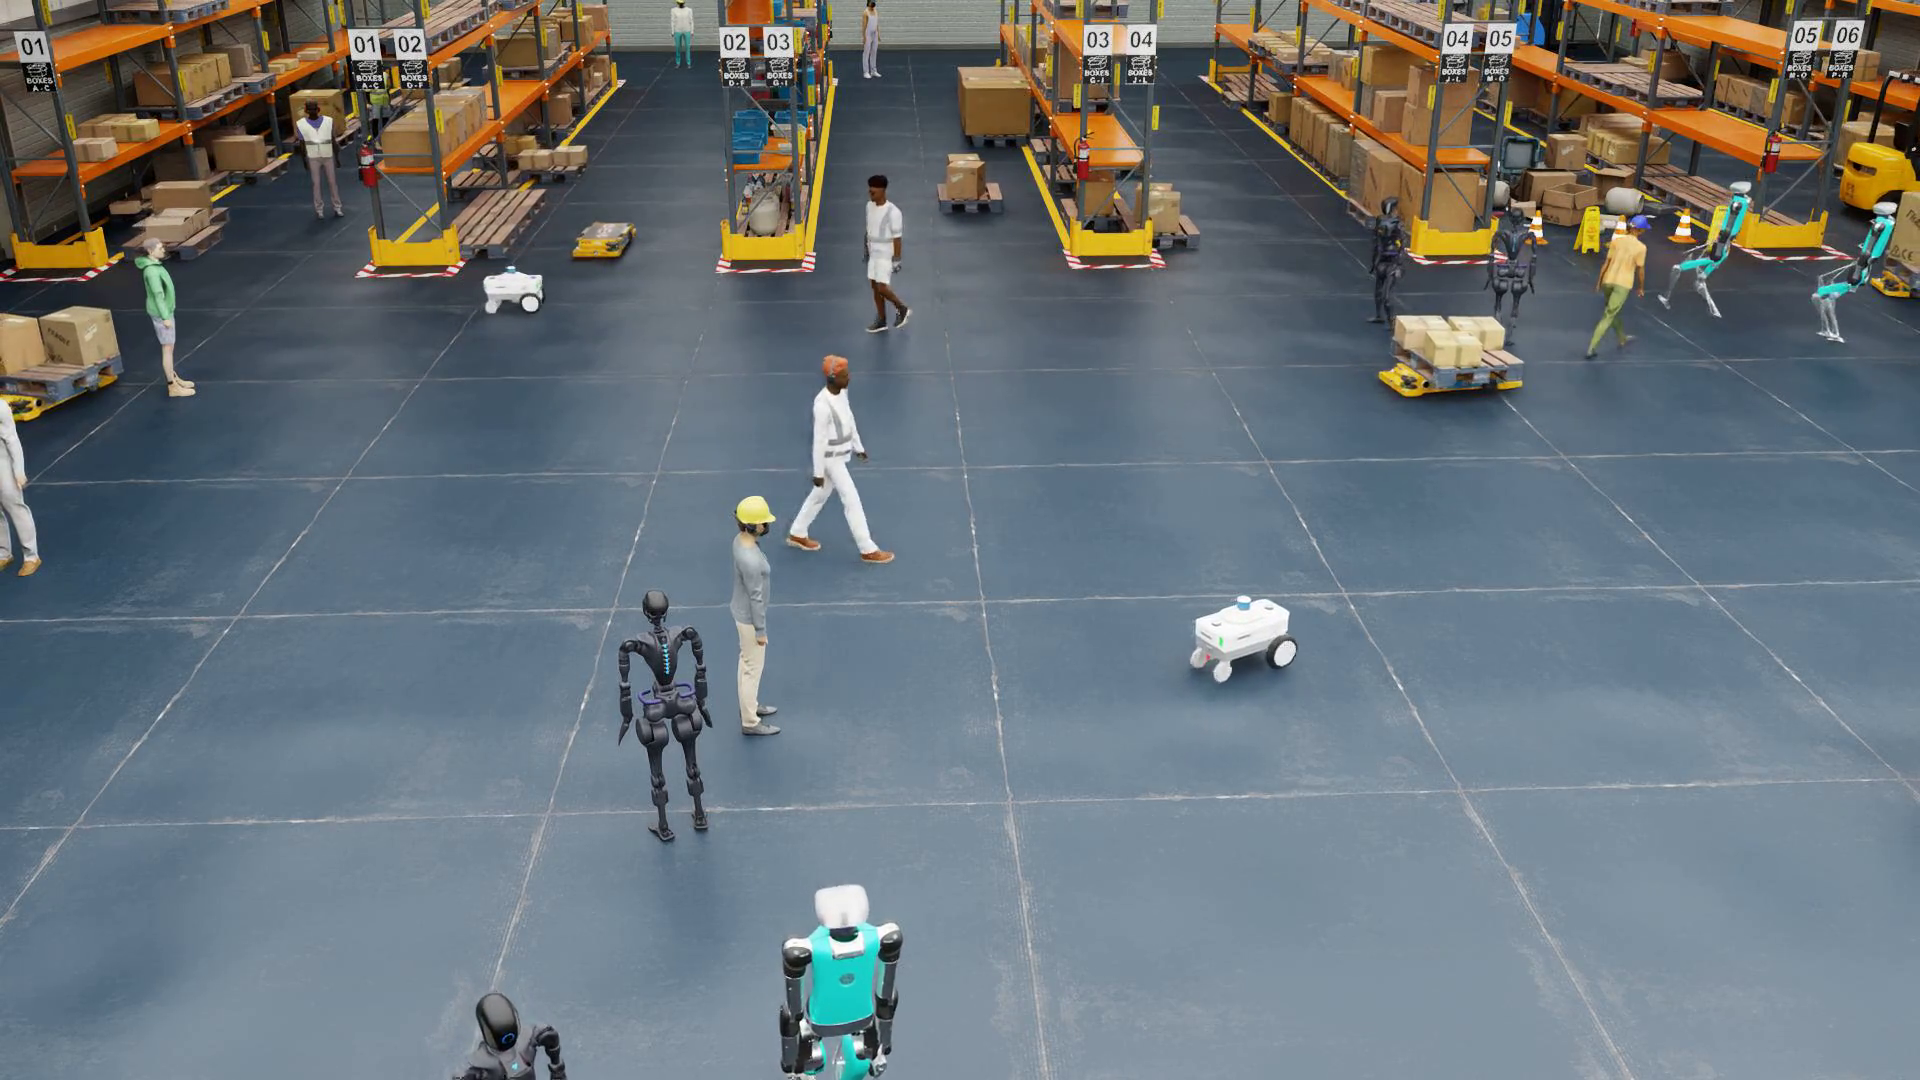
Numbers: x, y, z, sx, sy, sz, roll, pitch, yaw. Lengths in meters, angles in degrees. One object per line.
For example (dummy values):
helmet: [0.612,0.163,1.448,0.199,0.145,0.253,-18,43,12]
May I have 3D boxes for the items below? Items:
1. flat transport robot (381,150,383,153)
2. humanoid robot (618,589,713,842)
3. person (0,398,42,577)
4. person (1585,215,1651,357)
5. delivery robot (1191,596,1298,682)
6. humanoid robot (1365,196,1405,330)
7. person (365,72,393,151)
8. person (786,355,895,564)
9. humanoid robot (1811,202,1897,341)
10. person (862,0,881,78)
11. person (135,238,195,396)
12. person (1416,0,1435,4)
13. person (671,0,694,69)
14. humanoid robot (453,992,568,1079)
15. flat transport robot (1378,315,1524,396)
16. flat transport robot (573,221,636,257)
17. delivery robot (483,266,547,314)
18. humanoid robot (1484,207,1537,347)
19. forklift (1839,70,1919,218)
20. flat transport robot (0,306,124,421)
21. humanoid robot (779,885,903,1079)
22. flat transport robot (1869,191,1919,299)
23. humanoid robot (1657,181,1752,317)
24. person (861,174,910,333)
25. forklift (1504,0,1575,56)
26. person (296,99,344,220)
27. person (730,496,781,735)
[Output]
flat transport robot: [-10.381,-7.507,31.341,0.659,0.231,1.431,-1,24,-2]
humanoid robot: [-1.829,1.074,10.310,0.599,1.657,0.315,-11,26,-23]
person: [-8.062,-0.604,13.845,0.569,1.889,0.389,3,24,6]
person: [7.723,-2.968,19.443,0.975,1.633,0.443,-16,28,-31]
delivery robot: [2.132,0.703,12.526,0.764,0.582,0.499,-14,28,-29]
humanoid robot: [5.243,-3.402,20.383,0.318,1.641,0.591,-12,27,-26]
person: [-10.828,-8.149,31.024,0.321,1.695,0.535,18,30,35]
person: [-1.075,-0.699,14.126,0.998,1.836,0.589,4,24,8]
humanoid robot: [10.553,-3.184,19.820,0.827,1.761,0.544,20,31,38]
person: [-2.065,-11.827,39.087,0.518,1.864,0.378,-22,32,-40]
person: [-8.680,-2.435,18.129,0.338,1.742,0.480,-10,26,-21]
person: [11.701,-13.059,41.934,0.381,1.797,0.609,-19,30,-36]
person: [-6.737,-12.341,40.400,0.557,1.751,0.511,-5,24,-10]
humanoid robot: [-1.907,2.542,7.109,0.820,1.622,0.609,22,32,40]
flat transport robot: [5.486,-1.832,18.589,1.431,0.231,0.659,-5,25,-12]
flat transport robot: [-5.206,-4.411,24.385,0.659,0.231,1.431,0,24,0]
delivery robot: [-5.707,-3.205,21.320,0.791,0.592,0.499,-2,24,-4]
humanoid robot: [6.548,-3.121,19.761,0.585,1.641,0.373,7,25,16]
forklift: [15.132,-6.143,25.915,2.313,2.155,1.214,-1,24,-2]
flat transport robot: [-9.965,-1.633,18.141,0.659,0.231,1.431,6,25,12]
humanoid robot: [-0.600,2.255,7.651,0.557,1.817,0.767,-8,25,-17]
flat transport robot: [12.938,-3.377,22.059,1.431,0.231,0.659,4,24,8]
humanoid robot: [9.310,-3.681,20.980,1.010,1.768,0.554,16,28,31]
person: [-0.942,-3.483,20.233,0.464,1.945,0.610,-16,28,-31]
forklift: [14.700,-13.805,42.301,1.873,2.768,1.129,-1,24,-2]
person: [-9.959,-5.931,25.876,0.557,1.837,0.395,-13,27,-27]
person: [-1.409,0.513,11.492,0.337,1.758,0.522,-6,25,-14]
